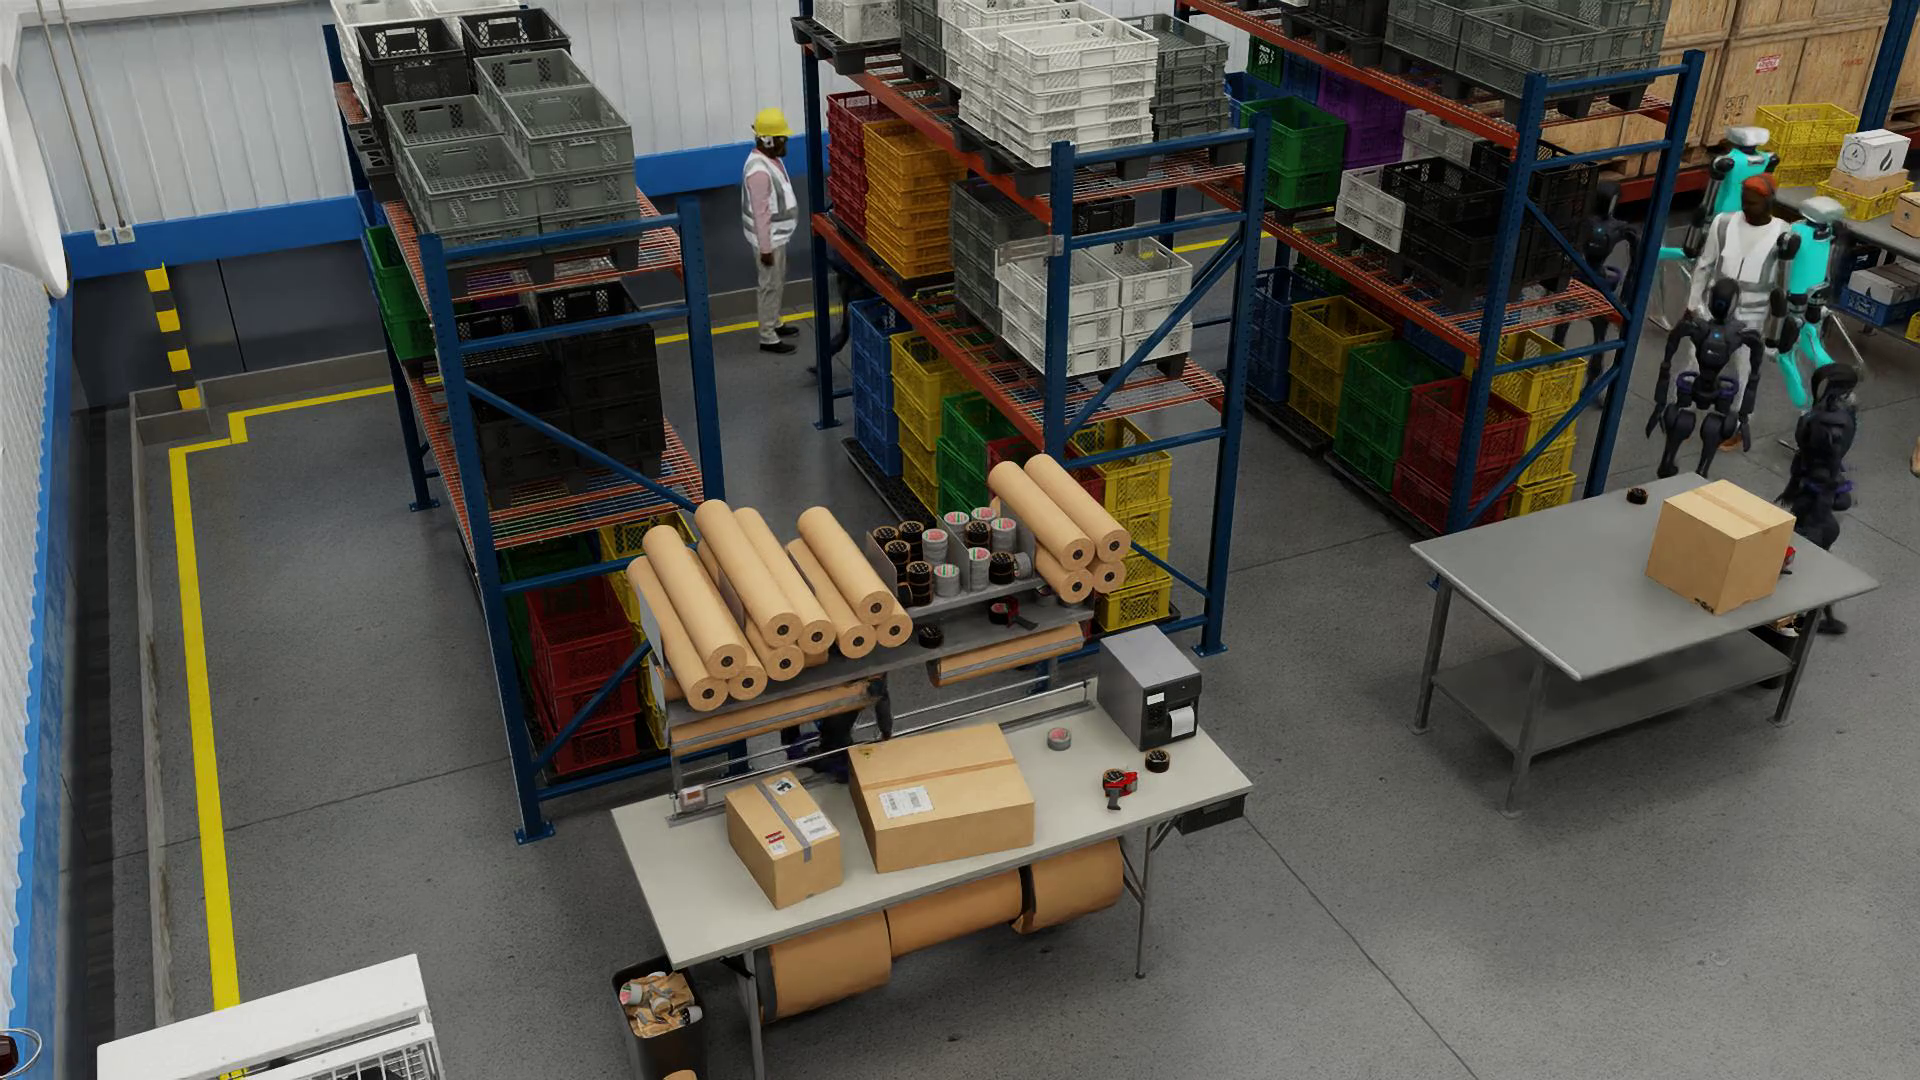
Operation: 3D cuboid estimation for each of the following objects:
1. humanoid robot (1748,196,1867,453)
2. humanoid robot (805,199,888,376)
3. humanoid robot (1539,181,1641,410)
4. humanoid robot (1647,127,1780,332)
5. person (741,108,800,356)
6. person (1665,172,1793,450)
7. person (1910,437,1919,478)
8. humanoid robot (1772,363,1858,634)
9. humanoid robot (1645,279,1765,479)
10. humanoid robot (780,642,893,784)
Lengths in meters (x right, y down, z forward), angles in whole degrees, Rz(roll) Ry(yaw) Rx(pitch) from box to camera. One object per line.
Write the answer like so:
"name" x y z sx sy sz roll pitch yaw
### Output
"humanoid robot" 5.485 -1.244 10.605 0.547 1.804 0.748 -18 36 -27
"humanoid robot" -0.751 -1.840 11.669 0.733 1.656 0.610 -15 34 -22
"humanoid robot" 4.287 -1.668 11.346 0.618 1.641 0.369 17 36 26
"humanoid robot" 5.448 -2.226 12.191 0.549 1.732 1.023 -10 33 -16
"person" -1.372 -2.243 12.135 0.403 1.824 0.593 2 32 3
"person" 5.071 -1.494 10.857 0.629 1.877 0.403 25 39 34
"person" 6.446 -1.284 10.381 0.598 2.036 0.403 6 32 10
"humanoid robot" 4.614 -0.199 8.993 0.754 1.633 0.603 7 32 11
"humanoid robot" 4.461 -0.808 9.952 0.590 1.642 0.523 14 34 22
"humanoid robot" -0.530 1.010 6.999 0.616 1.640 0.400 17 35 25
